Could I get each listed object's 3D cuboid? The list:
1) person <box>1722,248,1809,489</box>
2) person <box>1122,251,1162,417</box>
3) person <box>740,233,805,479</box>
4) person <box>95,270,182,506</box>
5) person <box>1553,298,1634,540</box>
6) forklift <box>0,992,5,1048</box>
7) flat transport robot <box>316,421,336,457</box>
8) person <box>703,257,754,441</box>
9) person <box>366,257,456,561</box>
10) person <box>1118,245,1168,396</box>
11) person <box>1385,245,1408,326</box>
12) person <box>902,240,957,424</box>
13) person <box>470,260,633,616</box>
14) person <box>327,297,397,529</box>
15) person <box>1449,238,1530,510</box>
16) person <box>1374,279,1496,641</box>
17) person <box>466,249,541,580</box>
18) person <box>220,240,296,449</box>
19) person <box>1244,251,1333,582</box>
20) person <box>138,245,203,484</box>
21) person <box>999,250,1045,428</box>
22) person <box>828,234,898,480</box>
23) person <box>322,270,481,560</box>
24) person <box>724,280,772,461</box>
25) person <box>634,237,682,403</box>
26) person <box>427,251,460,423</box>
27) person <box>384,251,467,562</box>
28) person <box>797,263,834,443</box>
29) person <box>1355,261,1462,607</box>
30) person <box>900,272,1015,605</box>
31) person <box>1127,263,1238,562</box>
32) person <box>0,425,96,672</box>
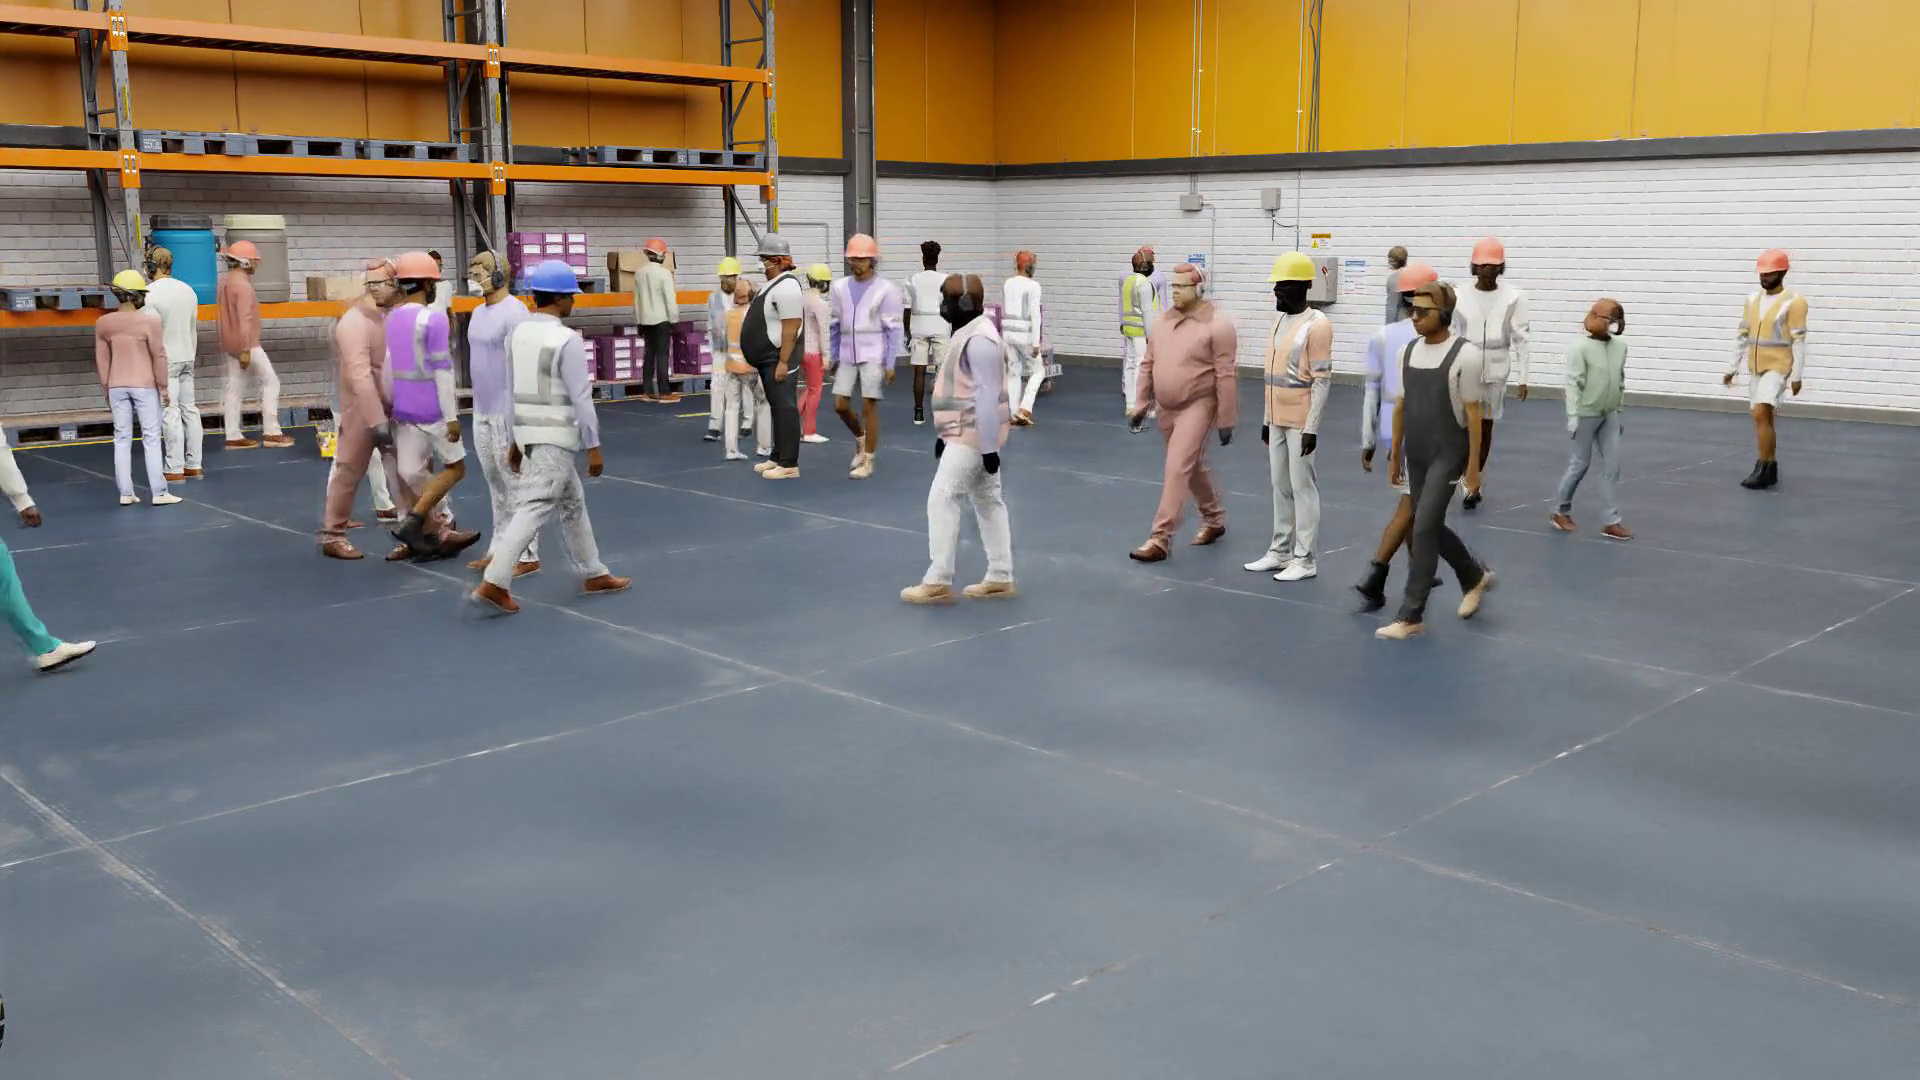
[{"bbox_3d":[6.424,-1.365,13.351,0.702,1.912,0.571,-3,11,-18],"label":"person"},{"bbox_3d":[2.036,-2.292,18.583,0.429,1.846,0.626,-3,11,-15],"label":"person"},{"bbox_3d":[-1.569,-1.537,13.923,0.536,2.000,0.672,-3,11,-14],"label":"person"},{"bbox_3d":[-6.170,-1.128,12.452,0.526,1.765,0.330,1,10,5],"label":"person"},{"bbox_3d":[4.313,-0.825,11.240,0.522,1.626,0.556,-4,11,-22],"label":"person"},{"bbox_3d":[-3.245,0.323,3.363,2.313,2.155,1.214,2,11,13],"label":"forklift"},{"bbox_3d":[-5.709,-0.975,15.691,0.652,0.197,1.431,-4,11,-22],"label":"flat transport robot"},{"bbox_3d":[-2.257,-1.853,16.310,0.596,1.804,0.790,2,11,13],"label":"person"},{"bbox_3d":[-3.473,-0.801,10.331,0.662,1.886,0.419,5,11,24],"label":"person"},{"bbox_3d":[2.303,-2.739,20.882,0.647,1.901,0.402,5,12,25],"label":"person"},{"bbox_3d":[5.266,-2.532,19.762,0.346,1.909,0.776,8,13,38],"label":"person"},{"bbox_3d":[-0.311,-2.215,17.819,0.614,1.965,0.361,1,10,8],"label":"person"},{"bbox_3d":[-2.249,-0.553,8.988,0.624,1.899,1.033,10,14,44],"label":"person"},{"bbox_3d":[-4.080,-0.866,11.448,0.688,1.599,0.508,-3,11,-15],"label":"person"},{"bbox_3d":[3.894,-1.225,12.353,0.637,1.987,1.027,2,11,11],"label":"person"},{"bbox_3d":[2.472,-0.418,8.474,0.877,1.818,0.517,-6,12,-31],"label":"person"},{"bbox_3d":[-2.711,-0.733,9.817,0.362,1.939,0.635,-9,14,-41],"label":"person"},{"bbox_3d":[-6.712,-1.846,15.824,0.614,1.965,0.760,10,14,43],"label":"person"},{"bbox_3d":[1.950,-0.722,9.792,0.366,1.927,0.585,-4,11,-19],"label":"person"},{"bbox_3d":[-6.457,-1.421,13.572,0.370,1.940,0.630,2,11,10],"label":"person"},{"bbox_3d":[0.672,-2.100,17.474,0.570,1.868,0.449,9,14,40],"label":"person"},{"bbox_3d":[-0.814,-1.517,13.835,0.631,2.033,0.446,5,11,23],"label":"person"},{"bbox_3d":[-3.562,-0.776,10.319,1.030,1.835,0.663,2,11,13],"label":"person"},{"bbox_3d":[-1.889,-1.525,14.999,0.521,1.616,0.628,9,14,40],"label":"person"},{"bbox_3d":[-3.664,-2.653,20.138,0.620,1.994,0.394,8,13,37],"label":"person"},{"bbox_3d":[-5.642,-2.162,17.841,0.508,1.860,0.334,-10,14,-42],"label":"person"},{"bbox_3d":[-3.306,-0.798,10.215,0.575,1.923,0.479,7,12,33],"label":"person"},{"bbox_3d":[-1.426,-1.819,16.260,0.416,1.745,0.551,-6,12,-31],"label":"person"},{"bbox_3d":[2.458,-0.576,9.168,0.992,1.896,0.538,-10,14,-44],"label":"person"},{"bbox_3d":[-0.039,-0.554,9.176,0.780,1.814,0.623,0,10,0],"label":"person"},{"bbox_3d":[1.434,-0.819,10.542,1.035,1.859,0.637,-8,13,-38],"label":"person"},{"bbox_3d":[-4.301,-0.177,7.371,0.535,1.721,0.894,10,14,44],"label":"person"}]
